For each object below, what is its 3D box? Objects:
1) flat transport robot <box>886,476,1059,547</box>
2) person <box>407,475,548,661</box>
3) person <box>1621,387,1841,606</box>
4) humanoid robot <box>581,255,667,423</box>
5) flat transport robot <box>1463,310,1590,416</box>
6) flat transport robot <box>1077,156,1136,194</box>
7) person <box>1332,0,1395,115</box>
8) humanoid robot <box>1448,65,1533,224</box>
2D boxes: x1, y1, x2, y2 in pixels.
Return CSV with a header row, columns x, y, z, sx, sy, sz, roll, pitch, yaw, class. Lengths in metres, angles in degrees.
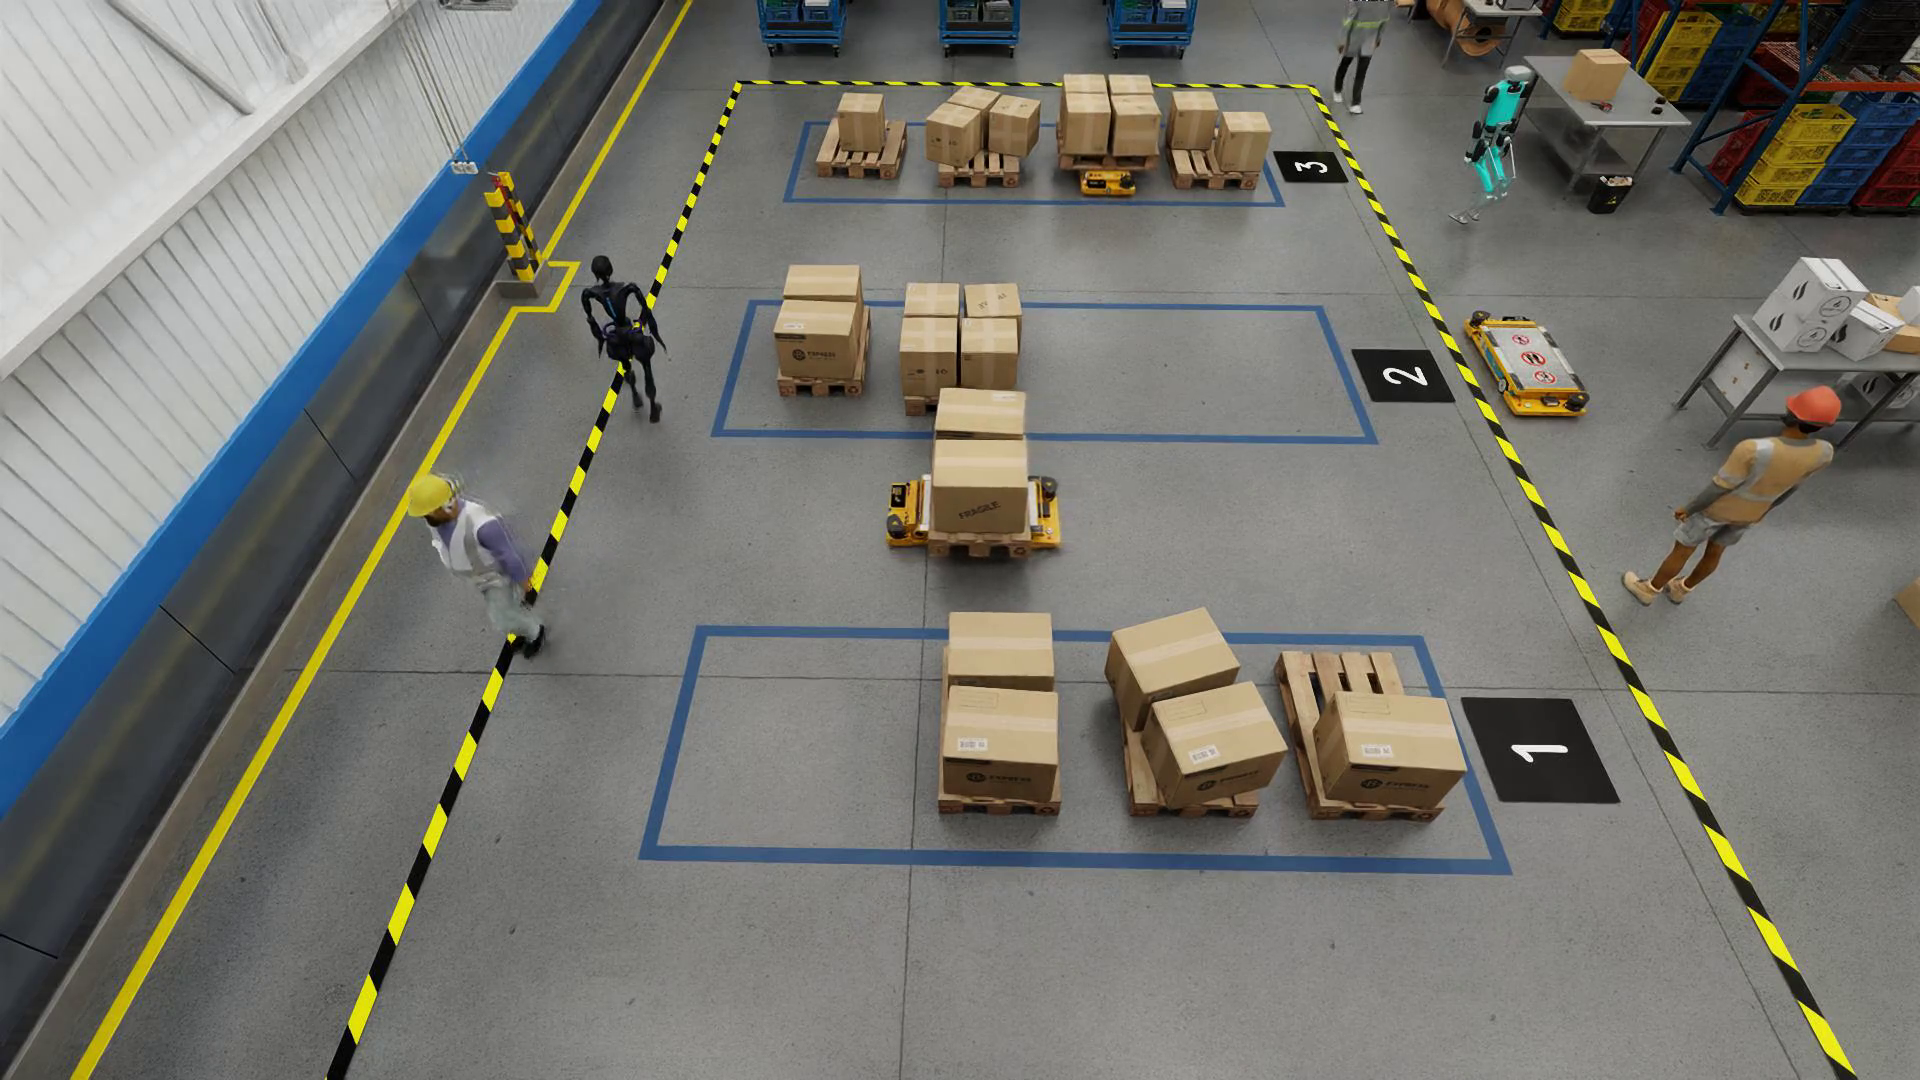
x,y,z,sx,sy,sz,roll,pitch,yaw,class
0.110,-0.254,7.735,1.431,0.197,0.652,1,49,1,flat transport robot
-3.303,0.221,6.317,0.626,1.813,0.473,20,52,16,person
5.520,-0.260,6.586,0.607,2.043,0.393,1,49,1,person
-2.957,-1.799,8.161,0.599,1.643,0.457,-7,49,-6,humanoid robot
5.573,-1.757,9.054,0.659,0.231,1.431,1,49,1,flat transport robot
1.843,-4.876,11.735,0.652,0.197,1.431,1,49,1,flat transport robot
5.409,-6.705,12.313,0.614,1.802,0.956,2,49,2,person
5.999,-4.301,10.198,0.533,1.675,0.735,-11,50,-10,humanoid robot
